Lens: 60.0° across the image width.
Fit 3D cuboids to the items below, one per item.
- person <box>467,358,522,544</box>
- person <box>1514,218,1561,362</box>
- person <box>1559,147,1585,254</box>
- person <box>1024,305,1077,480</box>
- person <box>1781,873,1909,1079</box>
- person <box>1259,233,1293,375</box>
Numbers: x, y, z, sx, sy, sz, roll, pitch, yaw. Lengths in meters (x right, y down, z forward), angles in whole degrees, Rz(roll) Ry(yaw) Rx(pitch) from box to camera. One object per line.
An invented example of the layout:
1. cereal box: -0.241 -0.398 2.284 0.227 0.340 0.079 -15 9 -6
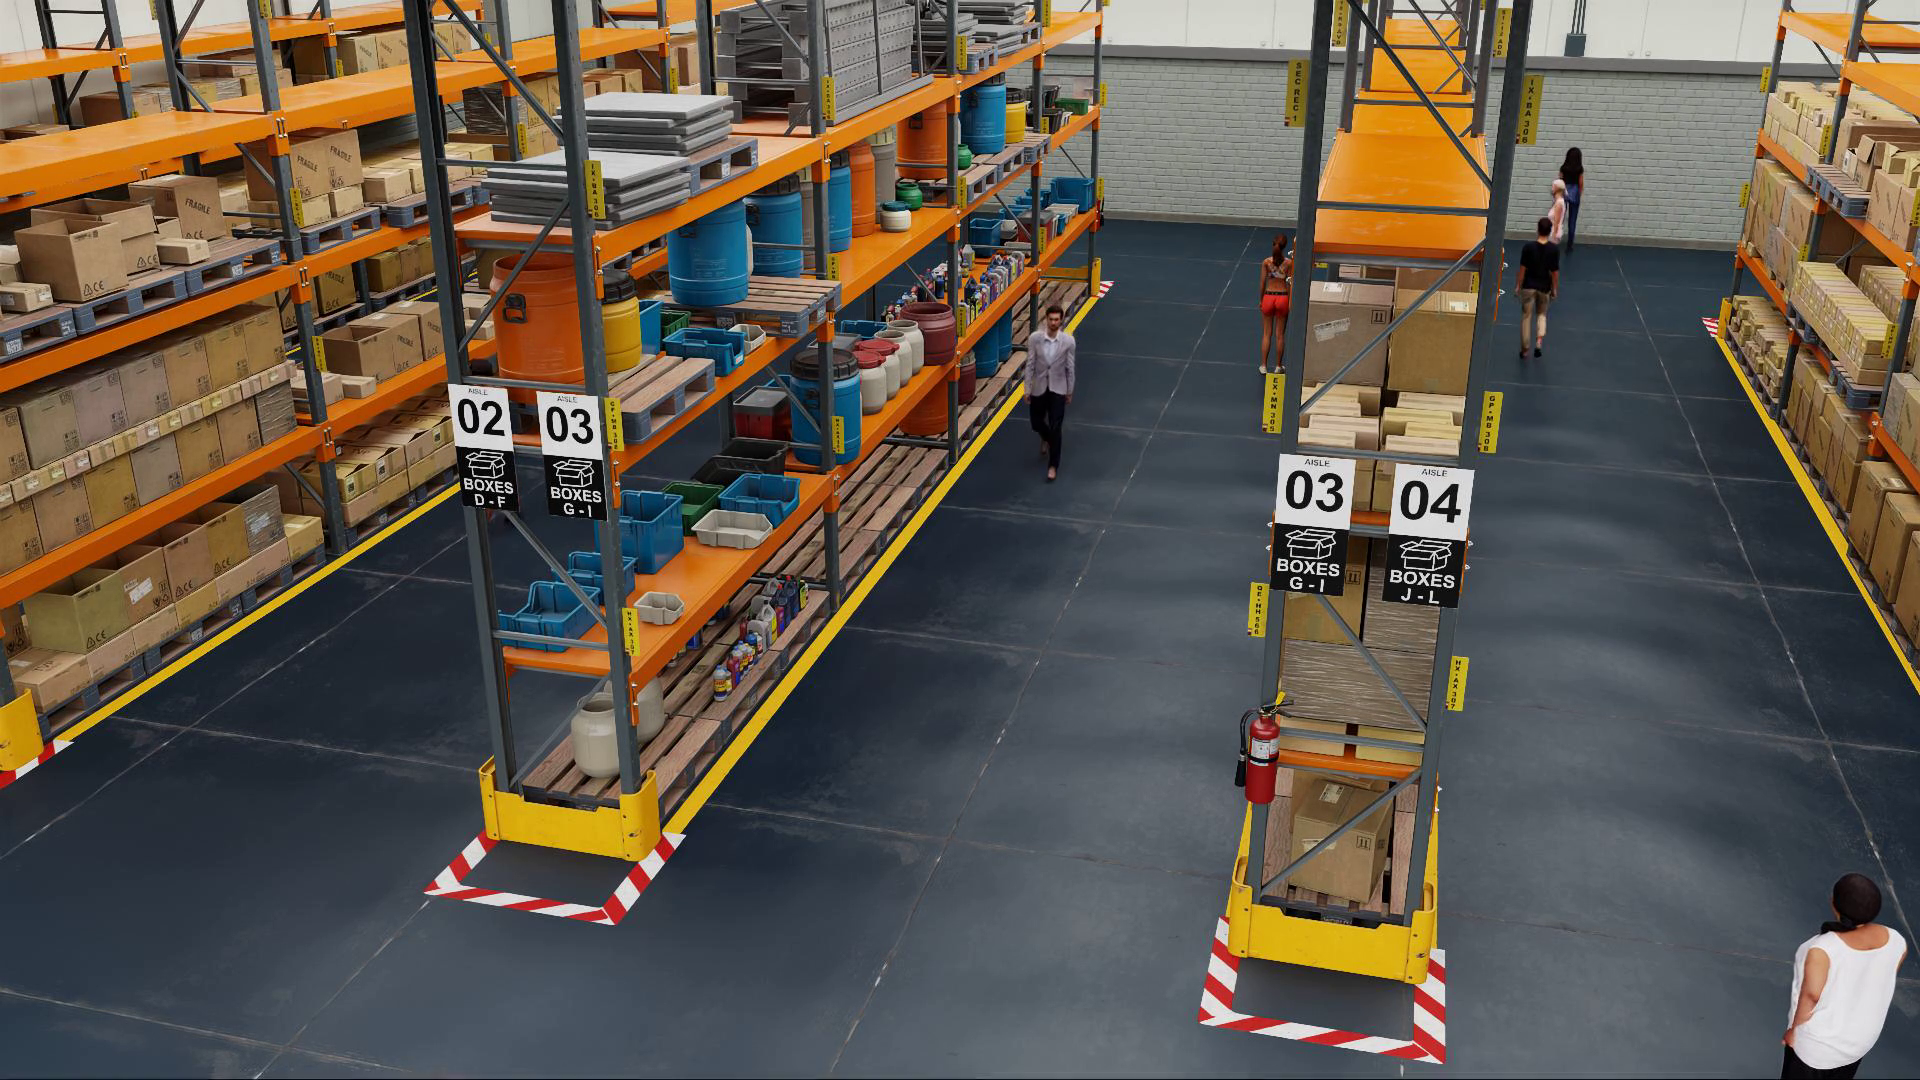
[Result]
1. person: -4.521 -0.896 15.990 0.682 1.767 1.171 8 24 19
2. person: 7.499 -3.226 21.583 0.690 1.845 0.710 3 22 8
3. person: 10.124 -5.660 27.676 0.568 1.738 0.520 6 23 15
4. person: 0.954 -1.607 17.645 0.686 1.831 1.012 5 23 12
5. person: 4.250 2.357 8.143 0.752 1.688 0.762 -5 23 -12
6. person: 4.001 -2.992 21.082 0.580 1.791 0.550 5 23 12
